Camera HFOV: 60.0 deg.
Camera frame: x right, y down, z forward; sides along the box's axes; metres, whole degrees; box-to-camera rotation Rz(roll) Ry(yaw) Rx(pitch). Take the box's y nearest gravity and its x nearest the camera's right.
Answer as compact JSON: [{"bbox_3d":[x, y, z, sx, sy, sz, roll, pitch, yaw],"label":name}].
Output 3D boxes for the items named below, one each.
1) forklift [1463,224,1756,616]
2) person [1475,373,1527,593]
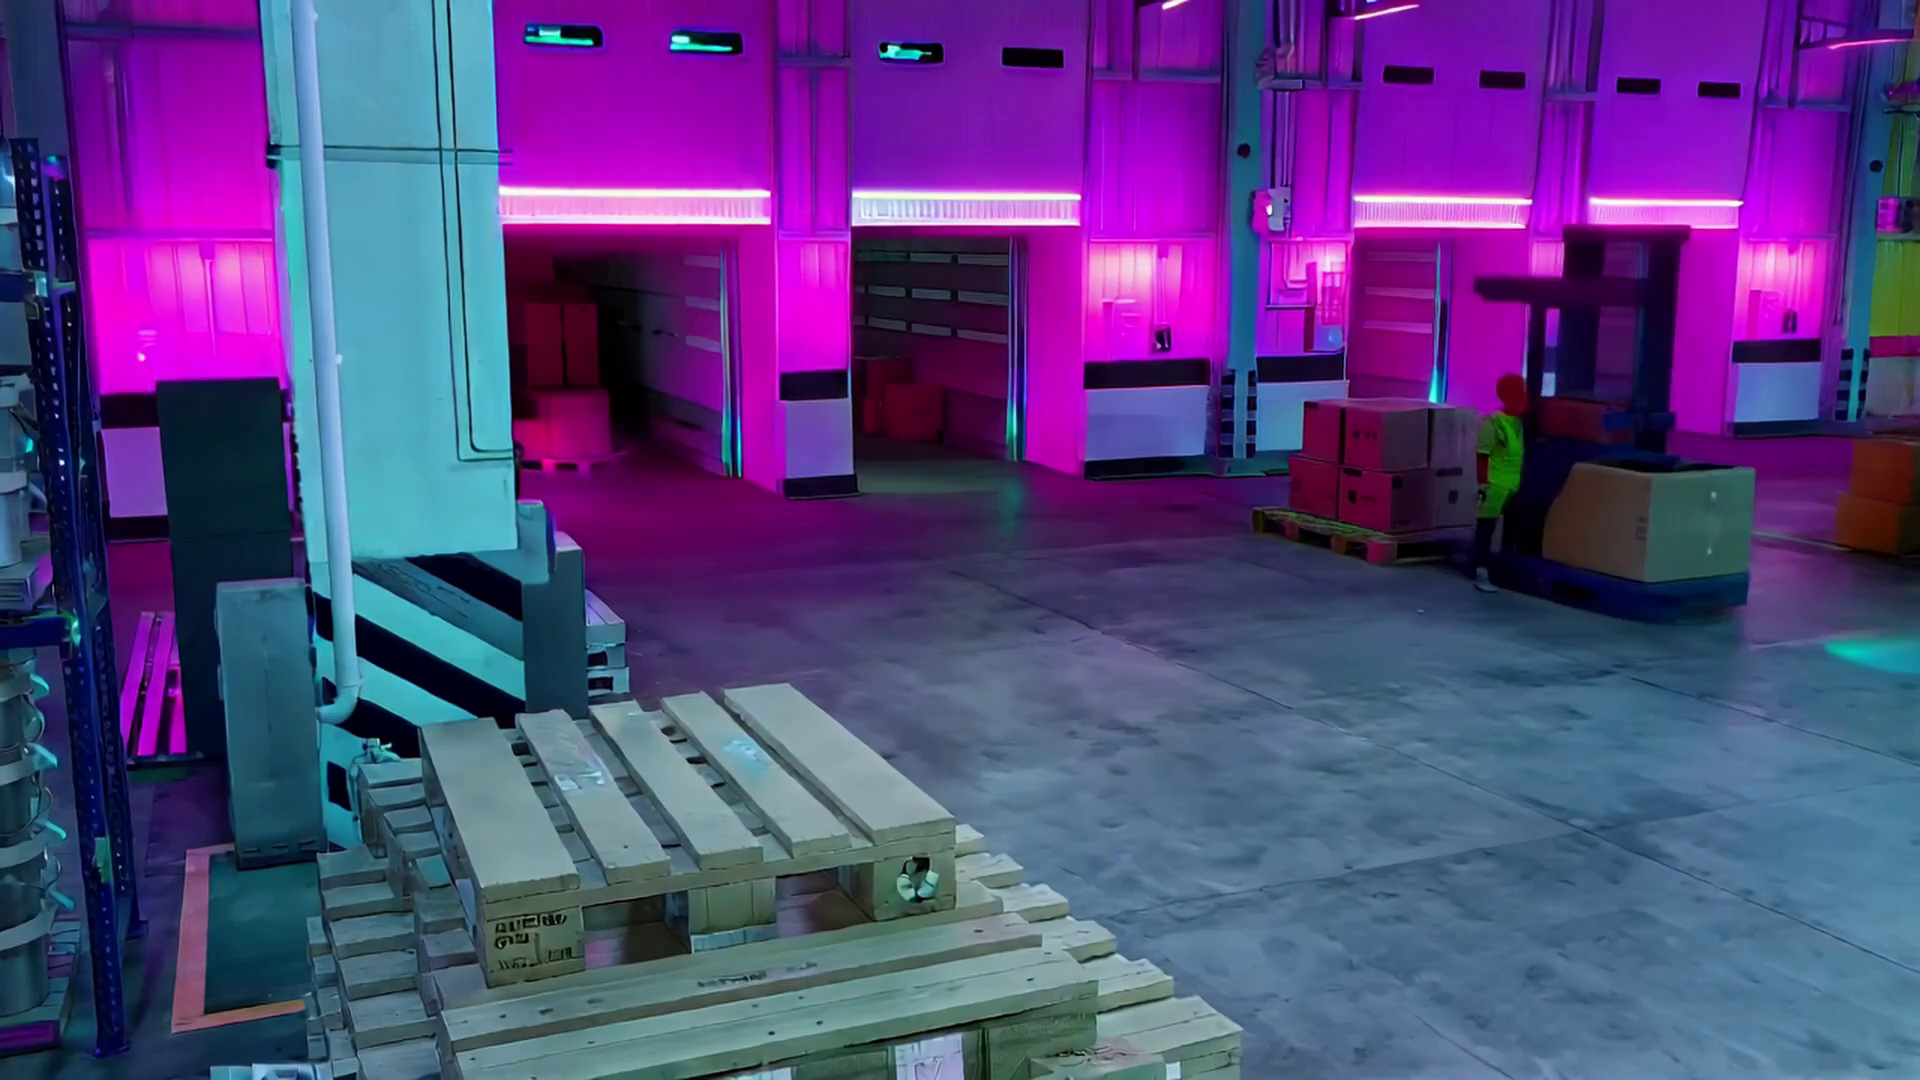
[{"bbox_3d":[4.938,-0.970,12.534,1.129,2.768,1.873,-4,11,-23],"label":"forklift"},{"bbox_3d":[4.224,-0.443,12.882,0.537,1.700,0.318,-4,11,-21],"label":"person"}]
